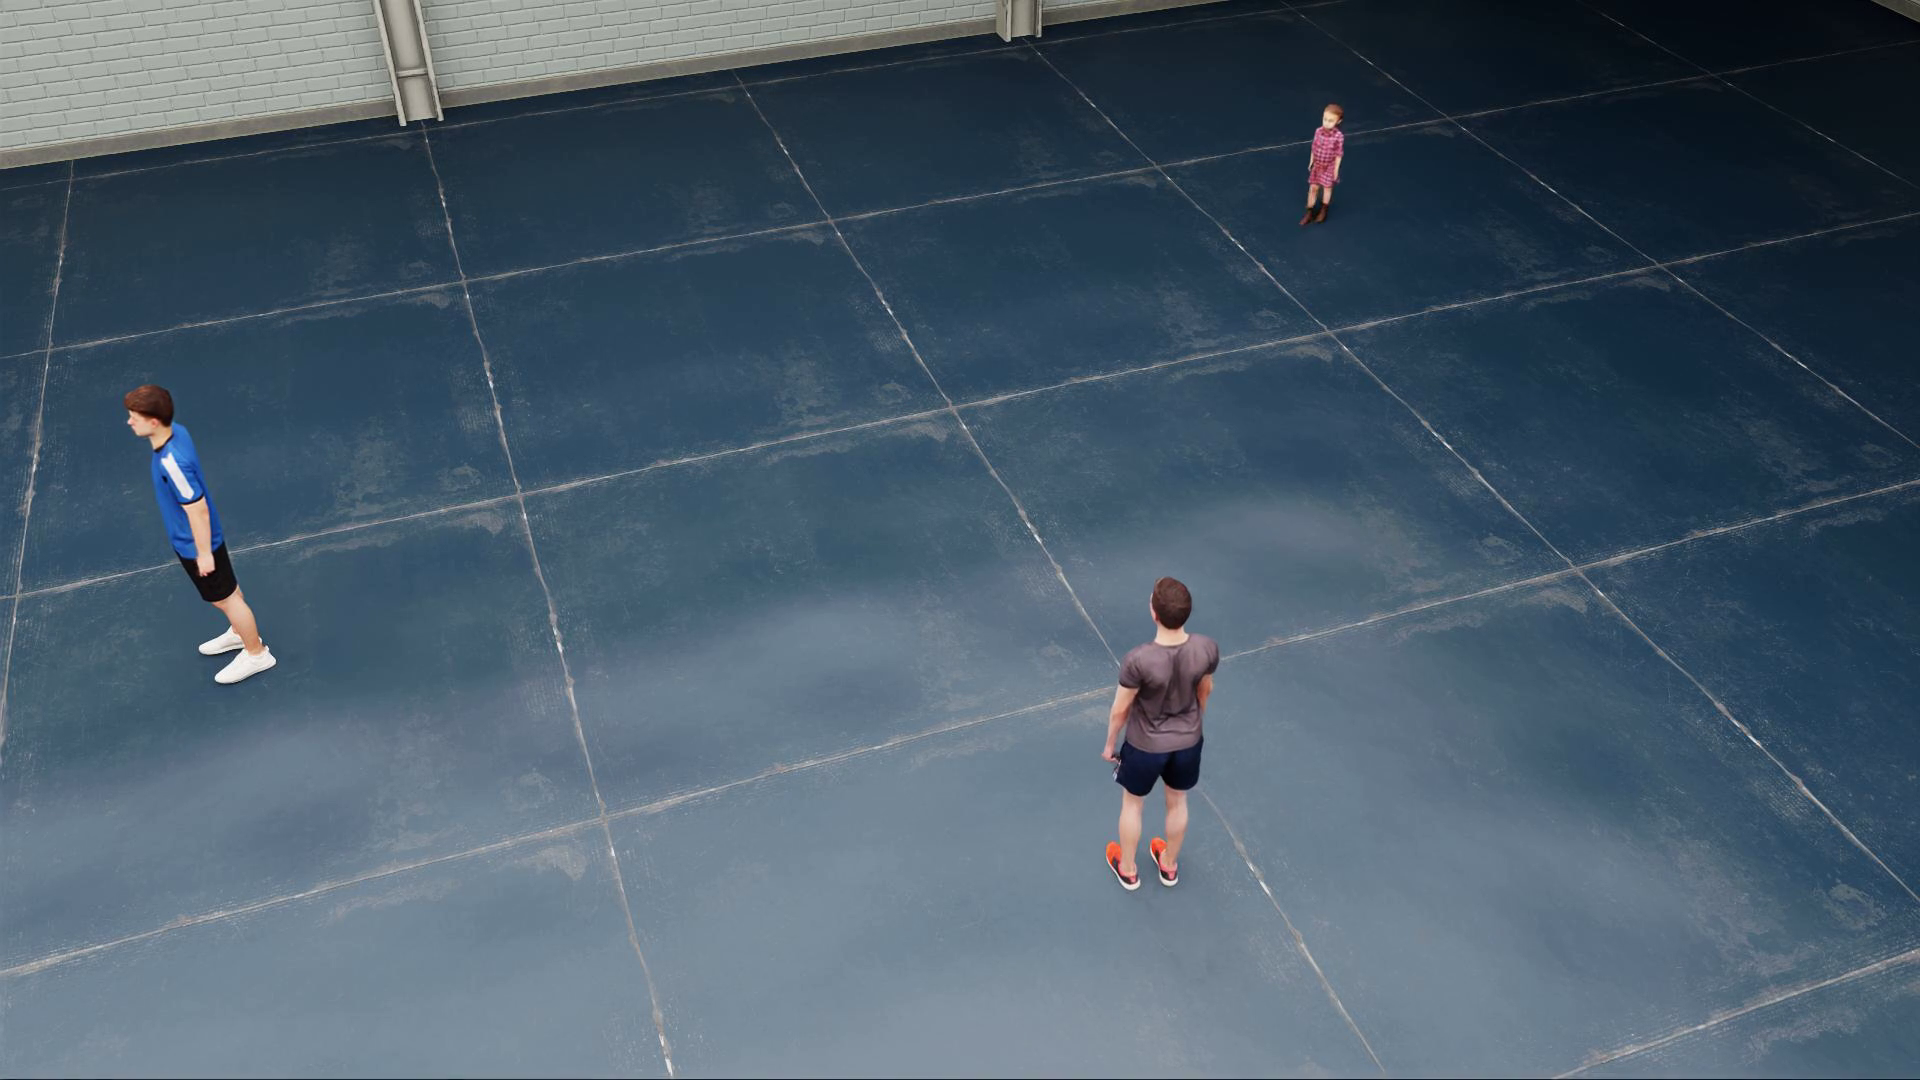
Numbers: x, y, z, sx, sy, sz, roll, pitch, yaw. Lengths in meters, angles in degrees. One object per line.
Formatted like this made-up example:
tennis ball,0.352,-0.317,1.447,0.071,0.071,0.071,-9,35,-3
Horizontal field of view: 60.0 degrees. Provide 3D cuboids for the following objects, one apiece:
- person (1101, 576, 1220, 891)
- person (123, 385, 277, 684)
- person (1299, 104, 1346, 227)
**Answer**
person,0.957,0.937,7.760,0.524,1.852,0.730,-9,39,-12
person,-4.124,-0.042,9.001,0.659,1.865,0.717,-22,43,-26
person,3.012,-3.091,13.591,0.580,1.013,0.649,21,43,25
